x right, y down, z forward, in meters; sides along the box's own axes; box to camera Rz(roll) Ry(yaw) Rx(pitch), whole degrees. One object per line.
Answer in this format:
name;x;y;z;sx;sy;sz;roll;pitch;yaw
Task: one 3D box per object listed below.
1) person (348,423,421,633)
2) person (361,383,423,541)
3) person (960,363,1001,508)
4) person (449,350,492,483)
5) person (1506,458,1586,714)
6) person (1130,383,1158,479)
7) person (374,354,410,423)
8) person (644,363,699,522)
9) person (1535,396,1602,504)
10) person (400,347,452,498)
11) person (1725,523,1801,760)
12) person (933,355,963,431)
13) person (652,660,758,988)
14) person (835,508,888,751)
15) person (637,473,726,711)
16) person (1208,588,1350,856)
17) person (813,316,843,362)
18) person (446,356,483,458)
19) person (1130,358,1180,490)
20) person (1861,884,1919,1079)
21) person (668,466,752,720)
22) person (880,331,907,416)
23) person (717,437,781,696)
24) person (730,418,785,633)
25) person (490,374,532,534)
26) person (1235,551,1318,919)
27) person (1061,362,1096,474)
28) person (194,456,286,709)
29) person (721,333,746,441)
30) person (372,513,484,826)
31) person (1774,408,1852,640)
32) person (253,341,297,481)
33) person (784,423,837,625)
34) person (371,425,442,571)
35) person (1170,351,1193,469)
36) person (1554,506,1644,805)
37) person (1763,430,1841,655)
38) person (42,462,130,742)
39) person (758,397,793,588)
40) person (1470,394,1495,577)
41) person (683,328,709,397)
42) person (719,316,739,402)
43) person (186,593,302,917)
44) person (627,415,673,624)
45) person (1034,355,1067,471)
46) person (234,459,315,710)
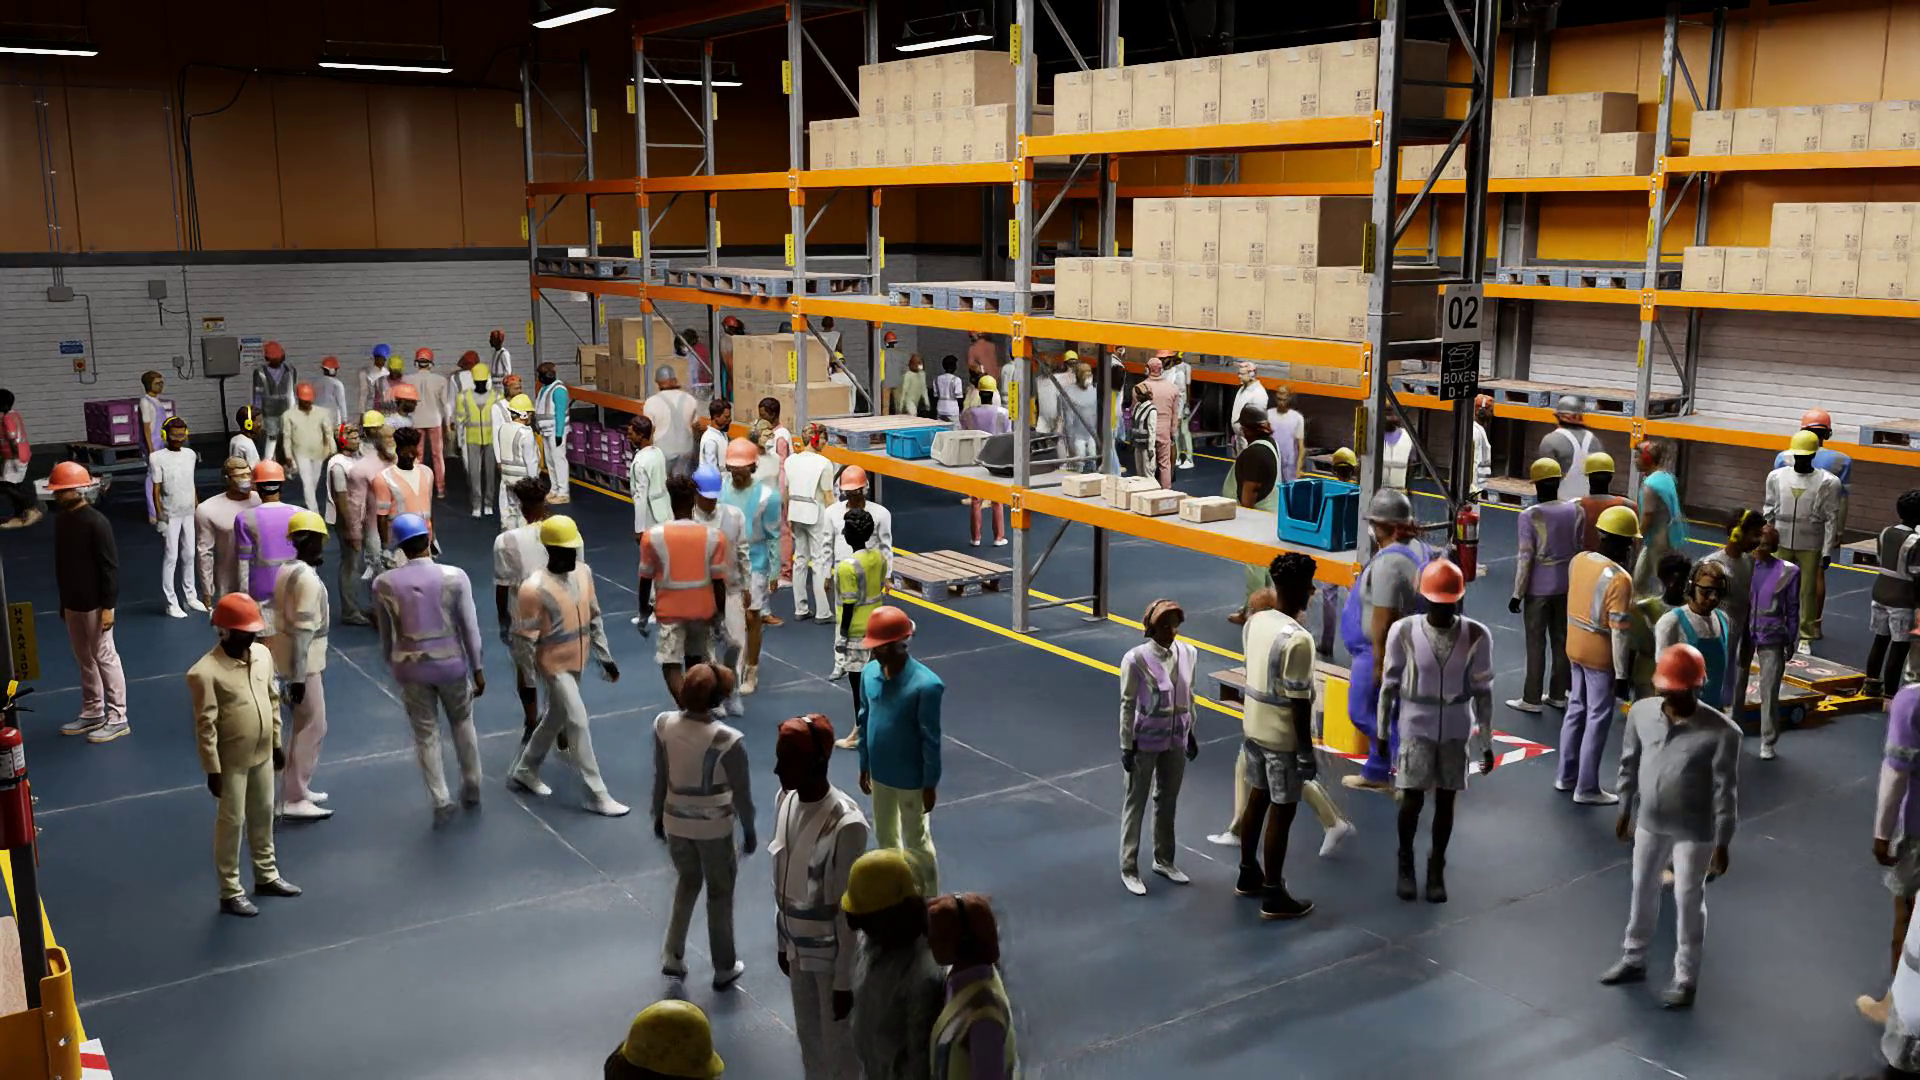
person;-5.010;-0.086;14.612;0.669;1.917;0.436;-10;15;-42
person;-6.157;-0.769;18.170;0.835;1.892;0.542;2;11;9
person;0.250;-1.329;21.163;0.430;1.843;0.626;-7;13;-33
person;-6.799;-1.716;23.150;0.592;1.858;0.875;-3;11;-15
person;4.355;0.344;12.413;0.585;1.916;0.387;-4;12;-22
person;2.305;-1.149;20.789;0.313;1.634;0.514;-4;12;-20
person;-7.839;-1.706;23.191;0.605;1.801;0.698;-1;11;-7
person;-3.359;-1.059;19.269;0.687;2.000;0.592;-8;13;-35
person;5.765;-0.389;15.845;0.707;2.000;0.859;-3;11;-15
person;-7.008;-1.532;21.847;0.635;1.985;0.414;-3;11;-14
person;5.461;0.681;11.420;0.523;1.631;0.320;7;13;33
person;-0.154;-1.836;24.139;0.532;1.694;0.319;9;14;39
person;-1.210;1.360;7.930;0.535;1.626;0.397;6;13;28
person;-0.694;0.619;11.570;0.319;1.696;0.532;5;12;25
person;-1.898;0.508;11.541;0.607;1.933;0.846;-5;12;-23
person;1.856;1.055;9.597;0.775;1.599;0.493;7;13;31
person;-2.459;-3.248;30.970;0.563;1.847;0.392;1;11;5
person;-7.577;-2.058;25.576;0.495;1.574;0.927;10;15;42
person;2.454;-1.358;21.148;0.642;1.909;0.410;-3;11;-15
person;3.517;1.709;6.078;0.808;1.664;0.528;4;12;22
person;-1.814;0.391;12.158;0.642;1.917;0.476;-5;12;-22
person;-1.169;-2.648;28.128;0.572;1.754;0.321;-3;11;-13
person;-1.690;0.200;12.850;0.637;2.028;0.484;2;11;8
person;-1.795;-0.130;14.819;0.359;1.931;0.634;7;13;30
person;-5.183;-0.986;19.317;0.352;1.880;0.577;6;13;29
person;1.703;1.021;8.853;0.380;1.959;0.608;-3;11;-15
person;1.523;-1.210;20.341;0.646;1.925;0.500;-11;15;-44
person;-5.322;0.337;12.388;0.635;1.939;0.359;-7;13;-30
person;-3.482;-2.347;26.299;0.589;1.882;0.875;-3;12;-17
person;-3.250;0.772;10.274;0.629;1.905;0.740;-2;11;-11
person;7.437;-0.143;14.611;0.610;2.035;0.410;4;12;21
person;-9.712;-1.852;23.574;0.622;1.969;1.087;-7;13;-32
person;-1.358;-0.142;15.096;0.563;1.838;0.391;9;14;37
person;-4.631;0.011;14.007;0.383;1.956;0.611;6;13;30
person;3.210;-1.979;24.478;0.365;1.857;0.534;-8;13;-34
person;4.032;0.724;10.476;0.399;1.913;0.595;-2;11;-11
person;7.063;0.026;14.040;0.586;1.920;0.398;10;15;41
person;-6.187;0.432;11.756;0.625;1.992;0.386;7;13;32
person;-1.820;-0.479;16.660;0.398;1.908;0.599;-3;12;-17
person;5.311;-0.568;17.180;0.357;1.879;0.582;4;12;20
person;-4.464;-2.663;28.061;0.751;1.814;0.615;10;15;42
person;-3.966;-2.861;28.619;0.392;1.990;0.614;2;11;9
person;-3.803;1.128;8.852;0.354;1.741;0.568;4;12;18
person;-2.815;-0.183;15.144;0.391;1.911;0.582;1;11;7
person;1.199;-1.665;23.015;0.524;1.781;1.010;7;13;33
person;-5.060;0.362;12.316;0.550;1.923;0.391;-8;14;-36
